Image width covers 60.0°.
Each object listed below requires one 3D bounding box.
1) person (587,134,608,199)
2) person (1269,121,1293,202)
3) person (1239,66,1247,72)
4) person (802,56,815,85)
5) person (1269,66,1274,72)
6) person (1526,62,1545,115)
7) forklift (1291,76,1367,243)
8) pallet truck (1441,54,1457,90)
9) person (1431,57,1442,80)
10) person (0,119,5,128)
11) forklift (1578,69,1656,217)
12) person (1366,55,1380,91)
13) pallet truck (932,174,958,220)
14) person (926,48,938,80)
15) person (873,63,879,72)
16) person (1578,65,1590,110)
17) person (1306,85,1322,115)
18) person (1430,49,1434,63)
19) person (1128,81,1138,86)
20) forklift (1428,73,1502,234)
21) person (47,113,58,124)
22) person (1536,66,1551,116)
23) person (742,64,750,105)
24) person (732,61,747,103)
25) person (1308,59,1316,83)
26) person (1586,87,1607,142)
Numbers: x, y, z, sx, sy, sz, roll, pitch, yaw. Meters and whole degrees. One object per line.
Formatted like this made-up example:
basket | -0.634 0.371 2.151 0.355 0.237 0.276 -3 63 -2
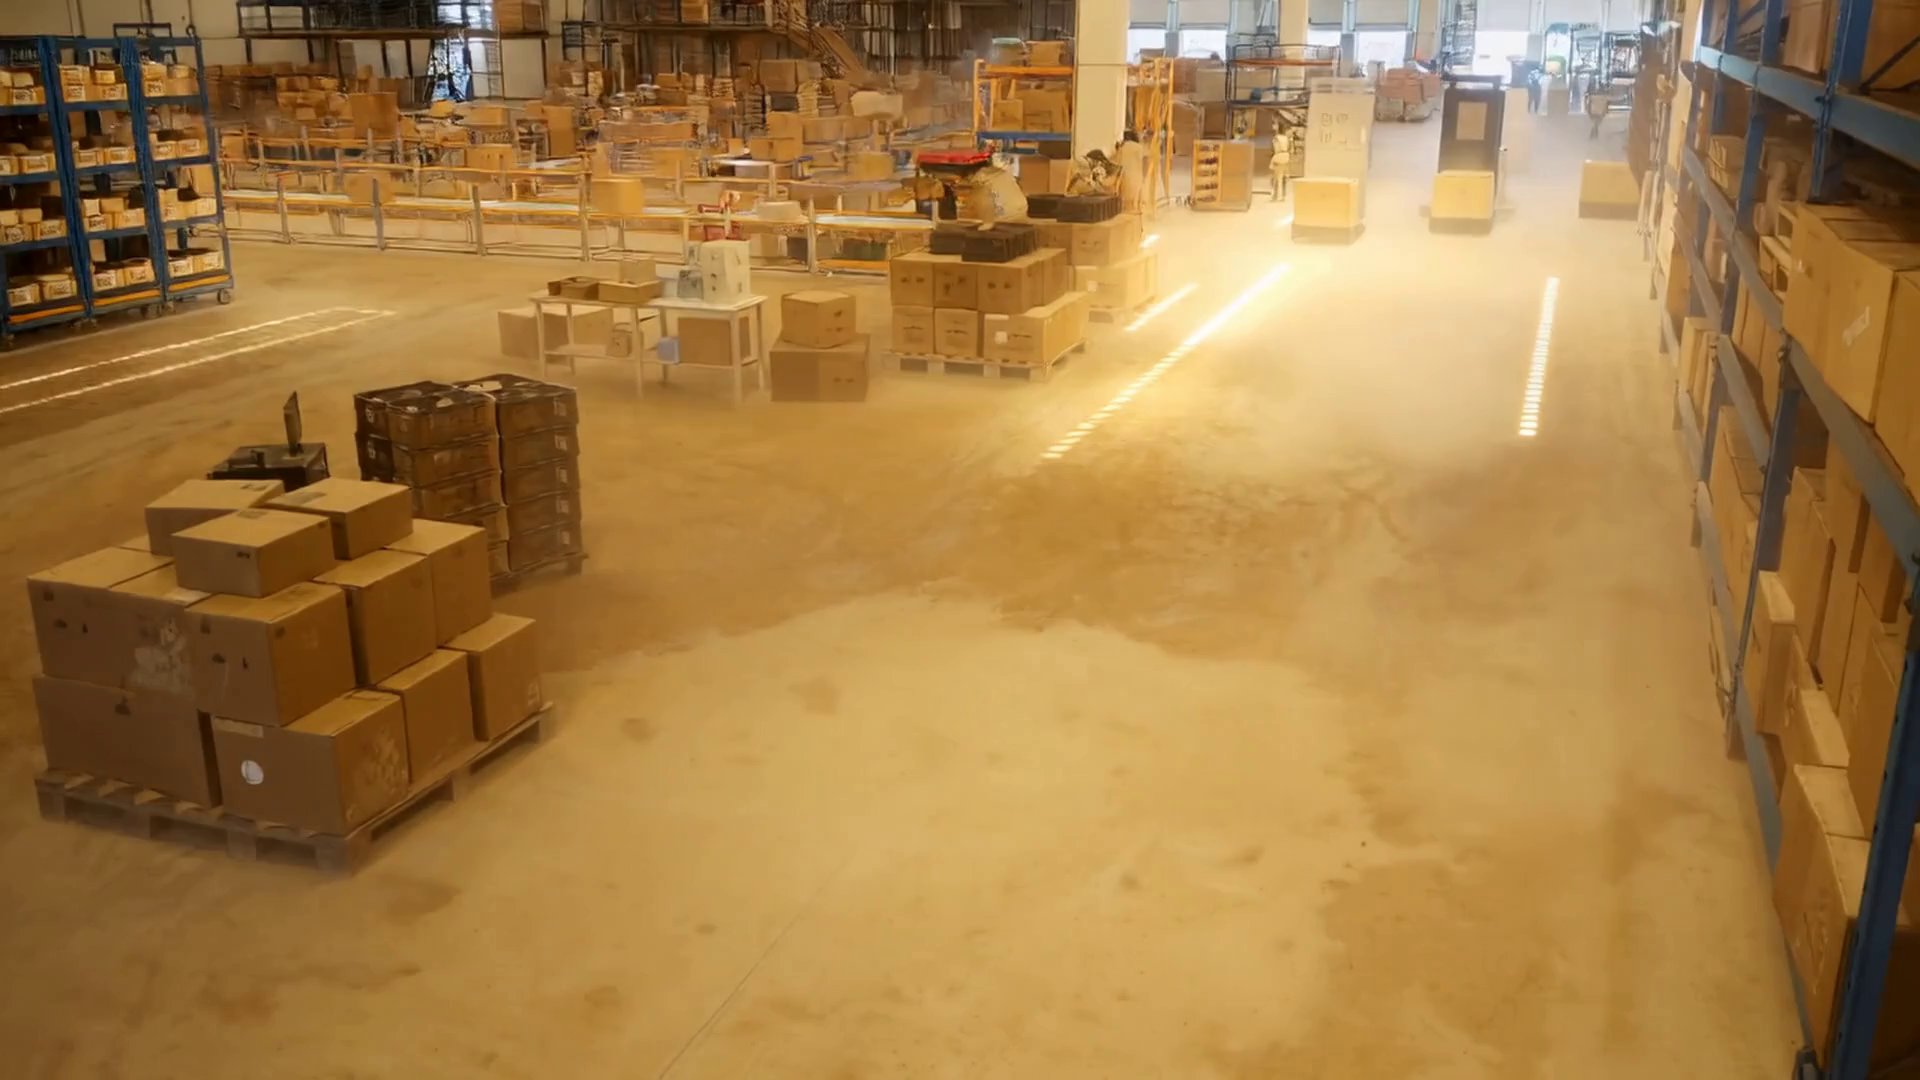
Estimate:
person | -6.691 -6.737 31.187 0.864 1.733 0.518 3 18 10
person | 6.795 -8.025 35.292 0.537 1.695 0.321 -8 19 -23
person | 11.465 -18.472 67.754 0.392 1.921 0.593 -12 21 -33
person | -6.869 -21.048 75.773 0.603 1.966 0.368 3 18 11
person | 14.401 -21.020 75.897 0.619 1.839 0.430 3 18 8
person | 22.566 -17.681 65.072 0.715 2.000 0.540 14 22 37
forklift | 6.598 -6.755 29.381 1.129 2.768 1.873 6 19 19
pallet truck | 22.765 -21.886 78.355 0.823 1.965 1.885 -4 18 -14
person | 22.971 -22.394 80.280 0.615 1.803 0.920 -12 21 -34
person | -27.462 -11.921 47.222 0.666 1.890 0.536 -4 18 -14
forklift | 13.219 -7.740 32.475 1.873 2.768 1.129 6 19 18
person | 19.874 -22.284 79.815 1.069 1.879 0.623 0 18 -1
pallet truck | -0.507 -5.292 27.348 0.653 1.274 1.630 6 19 19
person | -1.651 -26.812 93.993 0.988 1.914 0.601 -6 19 -19
person | -3.416 -18.508 67.944 0.328 1.876 0.514 2 18 7
person | 24.798 -17.945 66.186 0.573 1.873 0.356 -15 23 -39
person | 11.496 -13.964 53.817 0.597 1.791 0.900 -11 21 -31
person | 25.750 -25.902 91.090 0.382 1.924 0.594 -5 18 -15
person | 6.456 -16.618 61.893 0.353 1.942 0.545 13 22 35
forklift | 9.343 -7.129 30.554 1.129 2.768 1.873 6 19 19
person | -22.481 -10.146 41.486 0.480 1.991 0.793 -17 24 -42
person | 22.724 -17.437 64.587 0.309 1.868 0.535 -3 18 -10
person | -9.276 -19.671 71.813 0.584 1.730 0.542 10 20 29
person | -9.732 -20.144 73.171 0.583 1.830 0.502 -2 18 -8
person | 19.764 -26.634 93.276 0.375 1.997 0.611 6 19 18
person | 19.782 -13.237 51.730 0.509 1.633 0.797 1 18 2
